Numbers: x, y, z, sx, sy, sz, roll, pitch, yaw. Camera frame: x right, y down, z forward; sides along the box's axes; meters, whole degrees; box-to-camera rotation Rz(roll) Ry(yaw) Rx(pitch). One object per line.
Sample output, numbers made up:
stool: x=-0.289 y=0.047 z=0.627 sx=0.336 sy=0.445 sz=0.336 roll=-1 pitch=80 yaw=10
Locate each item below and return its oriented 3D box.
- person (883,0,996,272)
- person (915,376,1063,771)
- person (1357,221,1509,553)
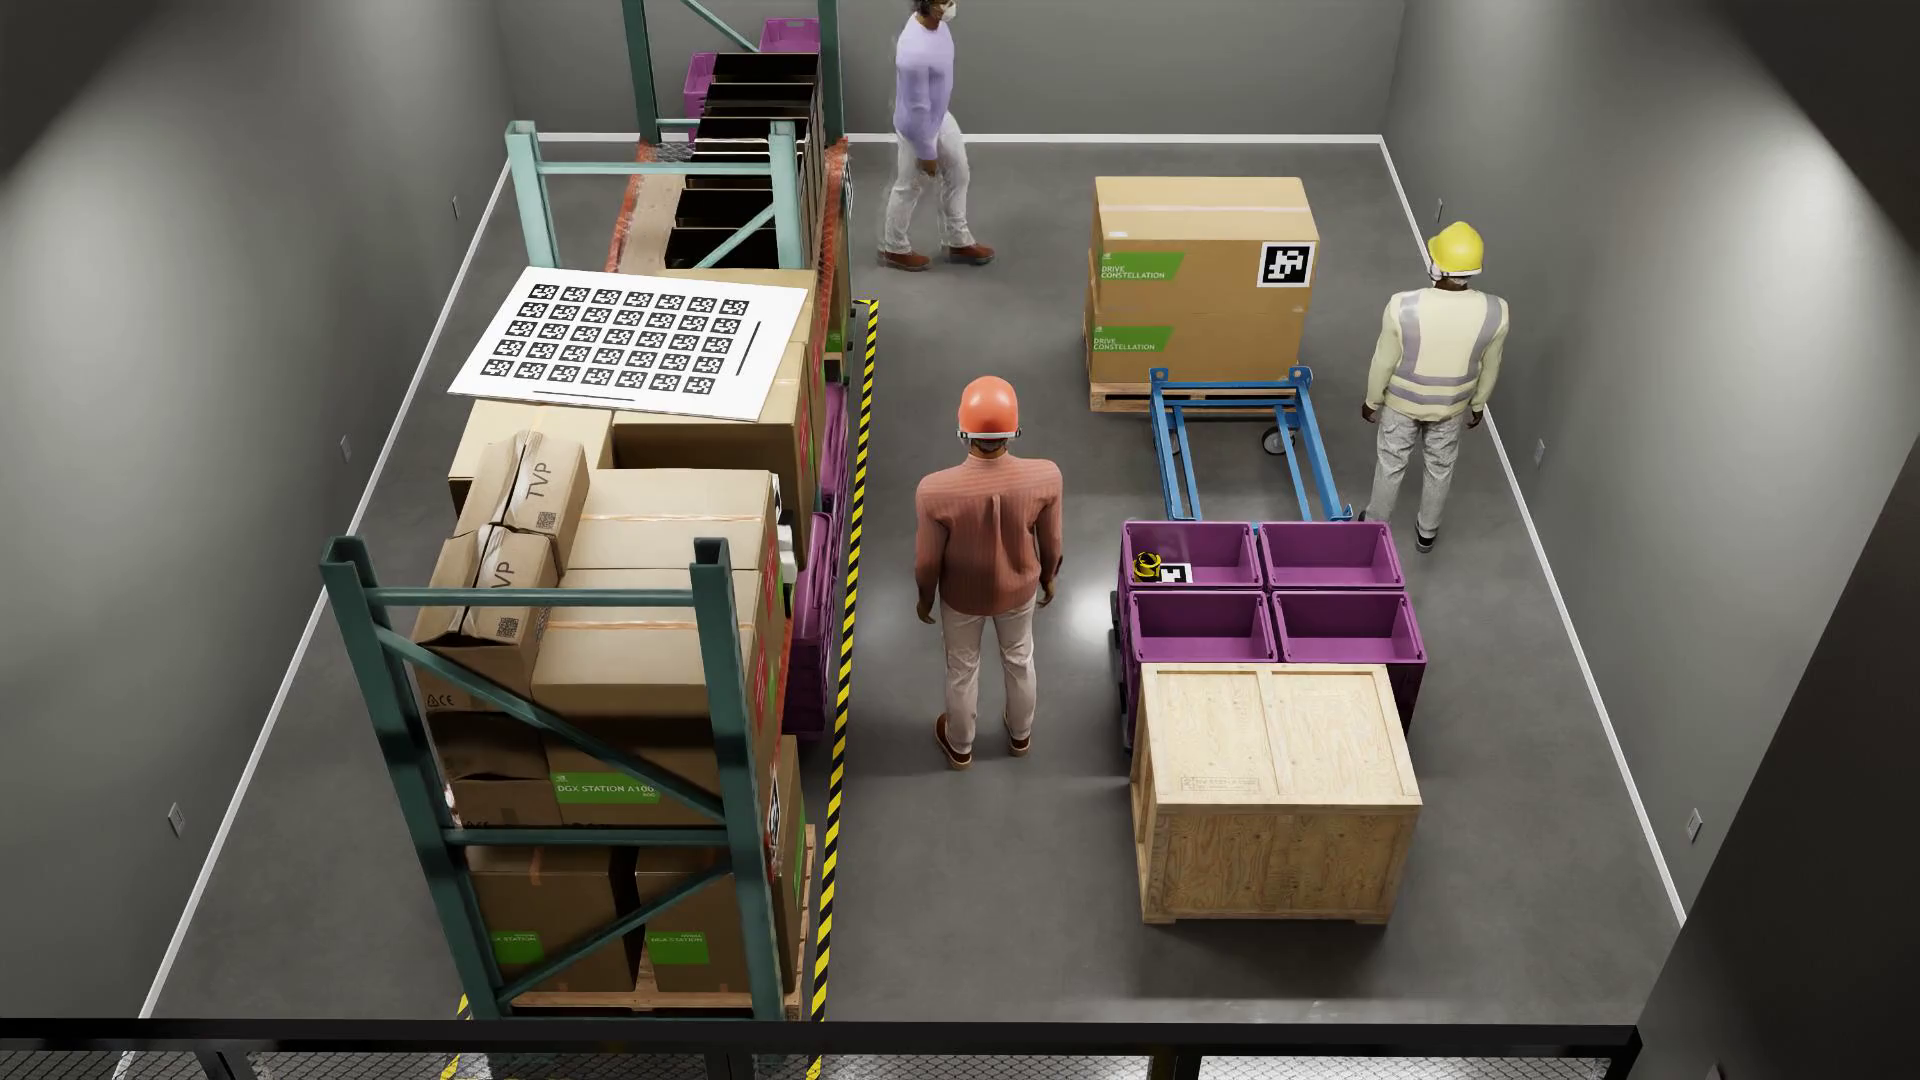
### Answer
person: x=-0.113 y=-2.442 z=9.913 sx=0.839 sy=1.911 sz=0.652 roll=9 pitch=42 yaw=10
person: x=0.113 y=0.169 z=6.878 sx=0.622 sy=1.994 sz=0.381 roll=-10 pitch=42 yaw=-11
person: x=2.244 y=-0.707 z=7.995 sx=0.601 sy=1.835 sz=0.404 roll=2 pitch=41 yaw=2
